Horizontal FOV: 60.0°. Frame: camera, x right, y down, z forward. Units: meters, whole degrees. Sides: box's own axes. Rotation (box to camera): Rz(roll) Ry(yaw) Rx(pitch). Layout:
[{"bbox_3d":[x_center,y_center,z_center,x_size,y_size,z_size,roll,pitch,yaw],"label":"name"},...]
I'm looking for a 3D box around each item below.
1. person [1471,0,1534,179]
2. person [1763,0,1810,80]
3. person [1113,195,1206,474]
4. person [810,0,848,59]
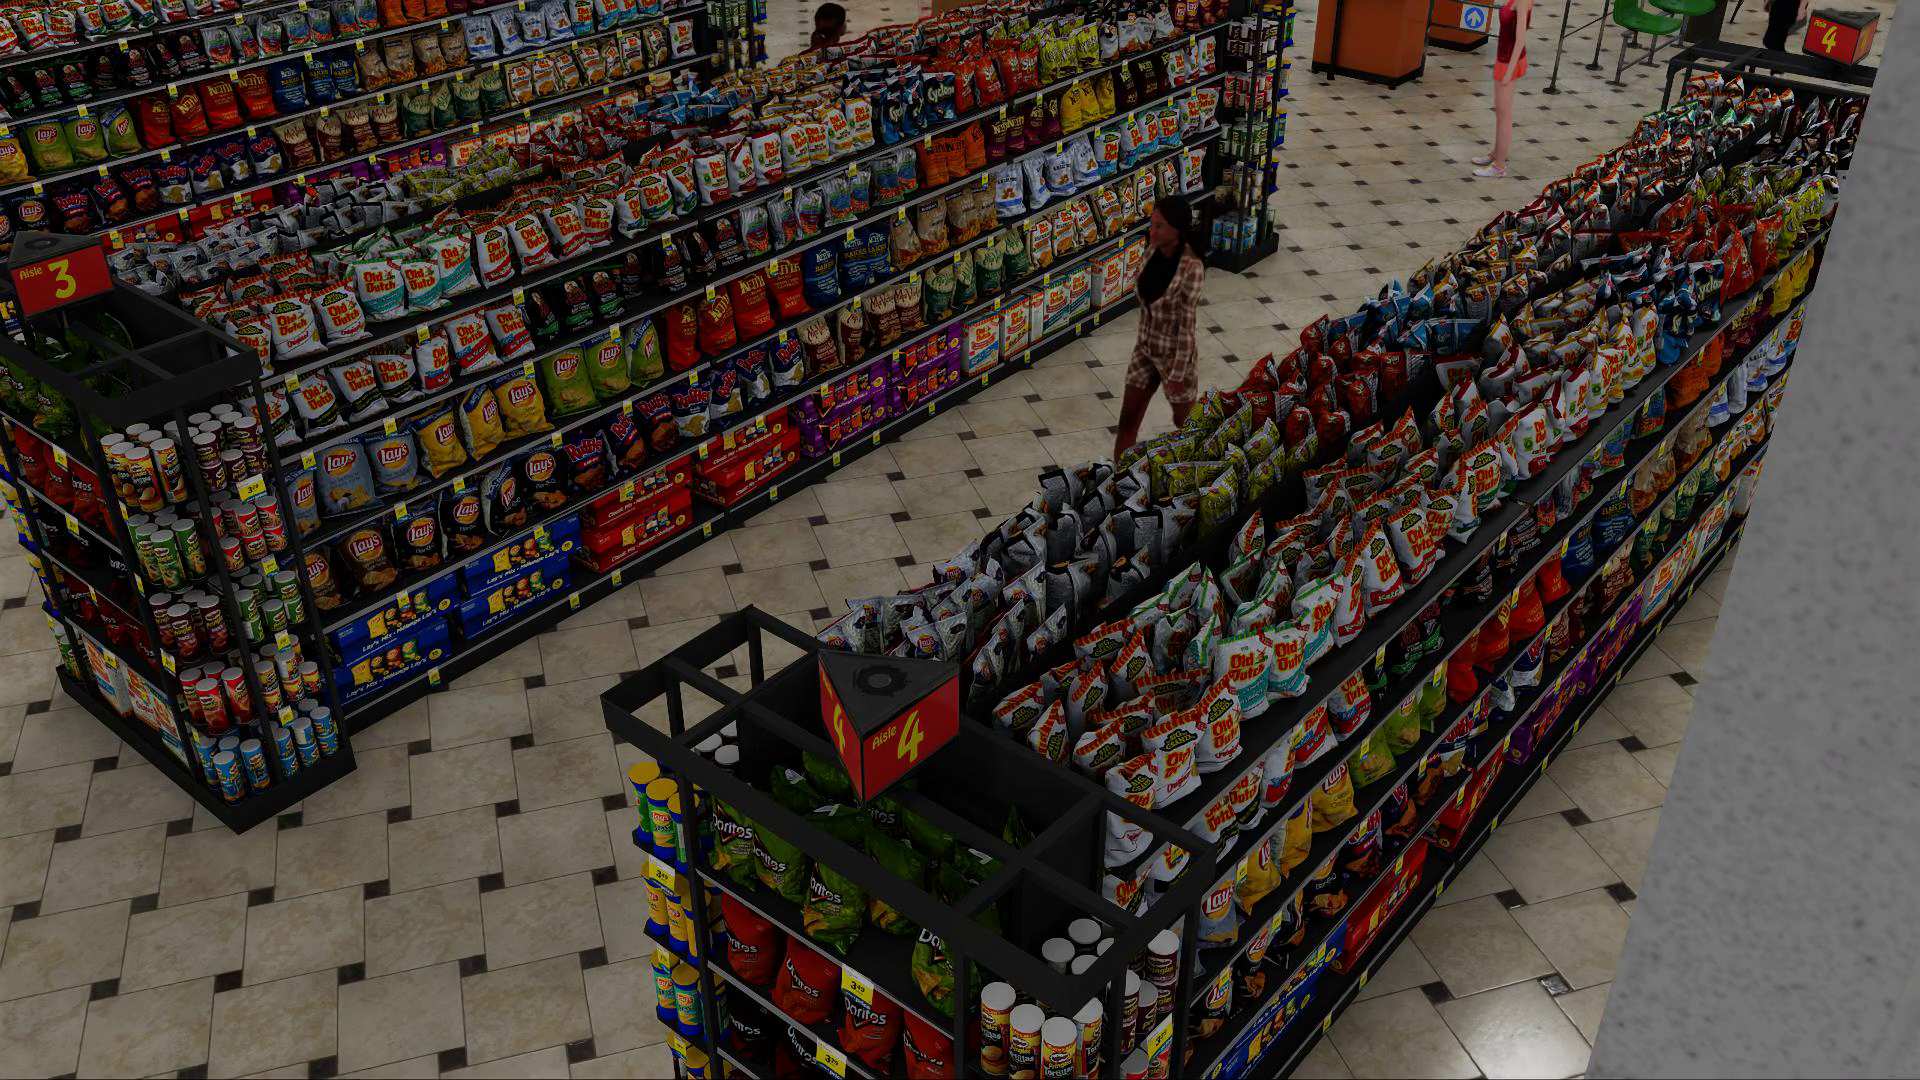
[{"bbox_3d":[4.336,-3.759,13.123,0.707,1.753,0.604,8,33,13],"label":"person"},{"bbox_3d":[7.510,-4.814,14.936,0.762,1.630,0.702,-3,32,-5],"label":"person"},{"bbox_3d":[1.131,-0.913,8.554,1.156,1.749,0.749,-22,38,-31],"label":"person"},{"bbox_3d":[-0.934,-2.915,11.810,0.983,1.709,0.684,-23,39,-32],"label":"person"}]
